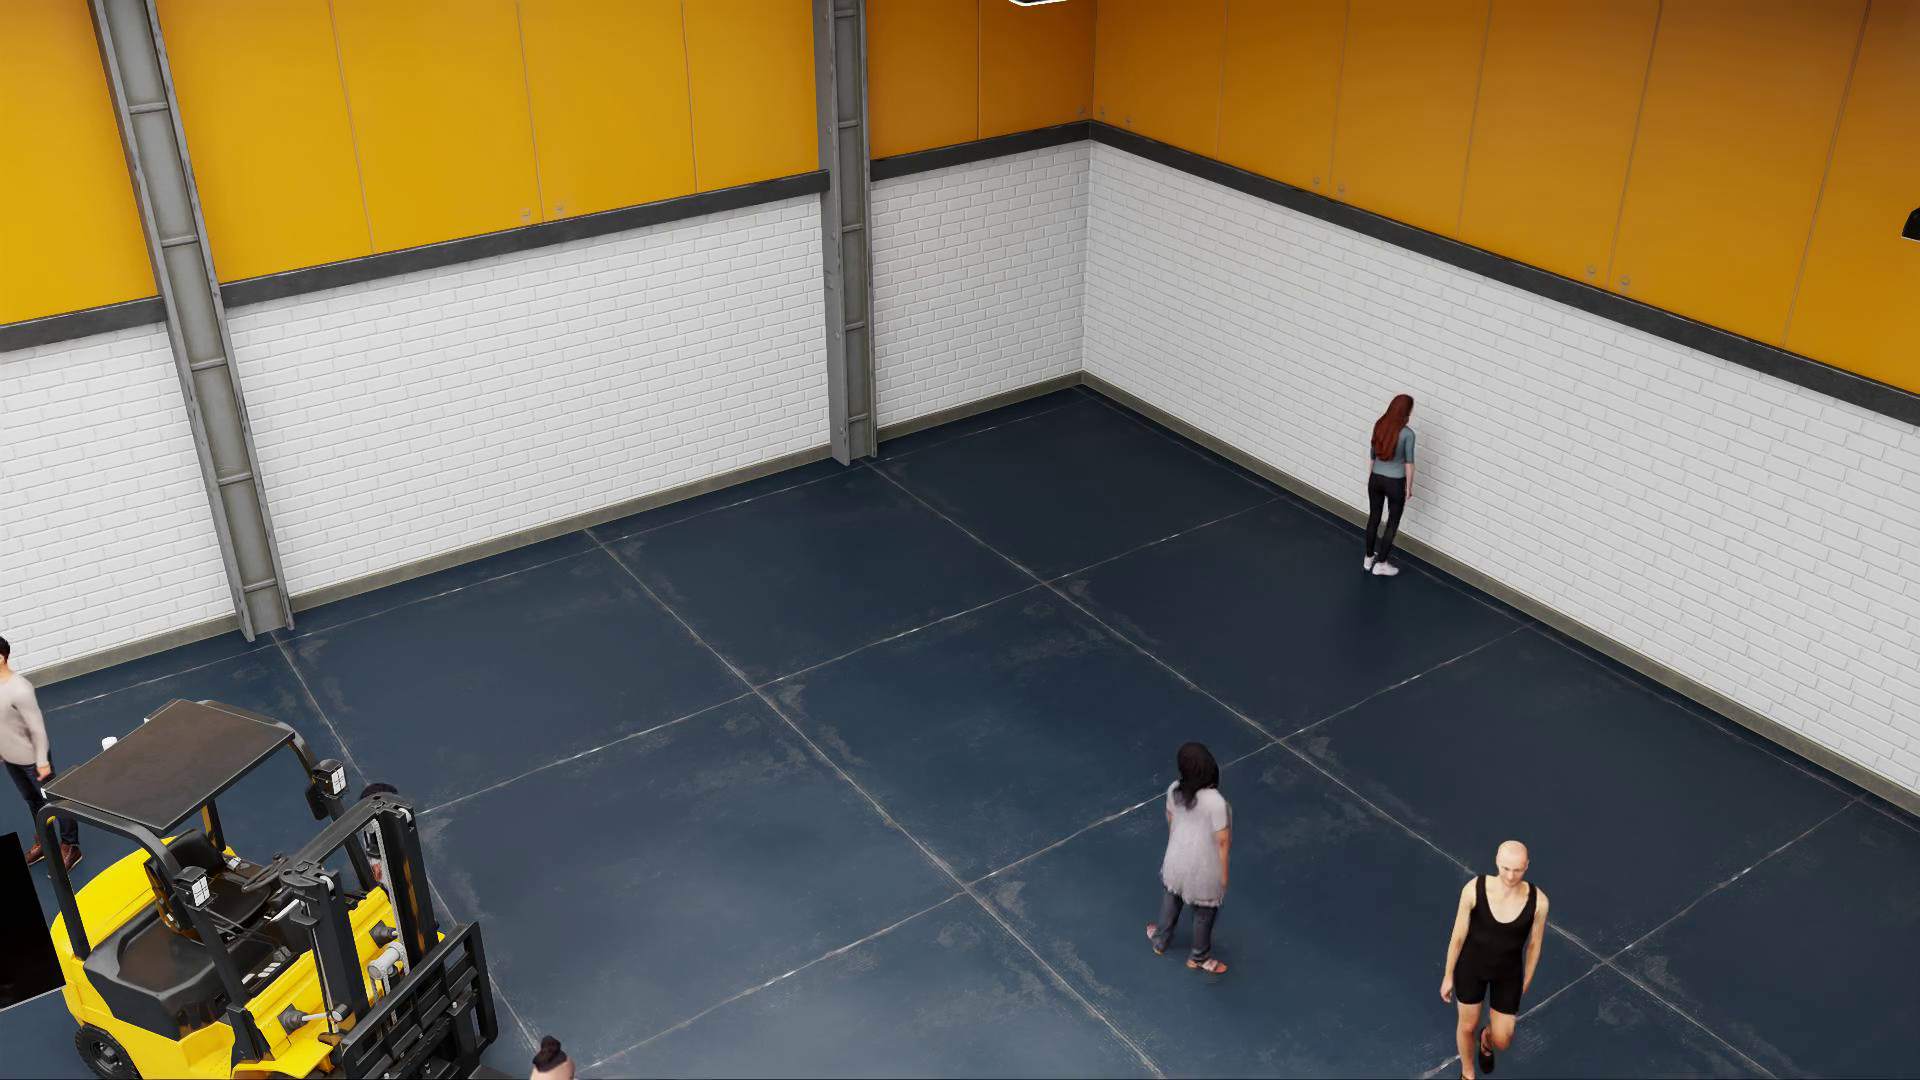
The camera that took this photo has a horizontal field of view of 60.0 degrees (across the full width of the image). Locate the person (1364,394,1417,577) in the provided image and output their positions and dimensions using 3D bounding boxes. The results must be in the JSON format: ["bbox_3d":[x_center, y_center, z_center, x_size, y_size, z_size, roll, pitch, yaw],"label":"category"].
[{"bbox_3d":[3.855,-0.504,14.970,0.656,1.741,0.631,22,36,35],"label":"person"}]

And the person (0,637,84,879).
[{"bbox_3d":[-6.339,1.436,11.281,0.743,1.868,0.744,13,31,22],"label":"person"}]

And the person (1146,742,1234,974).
[{"bbox_3d":[1.506,2.038,10.476,0.667,1.581,0.765,-12,31,-22],"label":"person"}]

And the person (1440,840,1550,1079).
[{"bbox_3d":[3.036,2.422,9.540,0.831,1.804,0.887,8,30,14],"label":"person"}]
